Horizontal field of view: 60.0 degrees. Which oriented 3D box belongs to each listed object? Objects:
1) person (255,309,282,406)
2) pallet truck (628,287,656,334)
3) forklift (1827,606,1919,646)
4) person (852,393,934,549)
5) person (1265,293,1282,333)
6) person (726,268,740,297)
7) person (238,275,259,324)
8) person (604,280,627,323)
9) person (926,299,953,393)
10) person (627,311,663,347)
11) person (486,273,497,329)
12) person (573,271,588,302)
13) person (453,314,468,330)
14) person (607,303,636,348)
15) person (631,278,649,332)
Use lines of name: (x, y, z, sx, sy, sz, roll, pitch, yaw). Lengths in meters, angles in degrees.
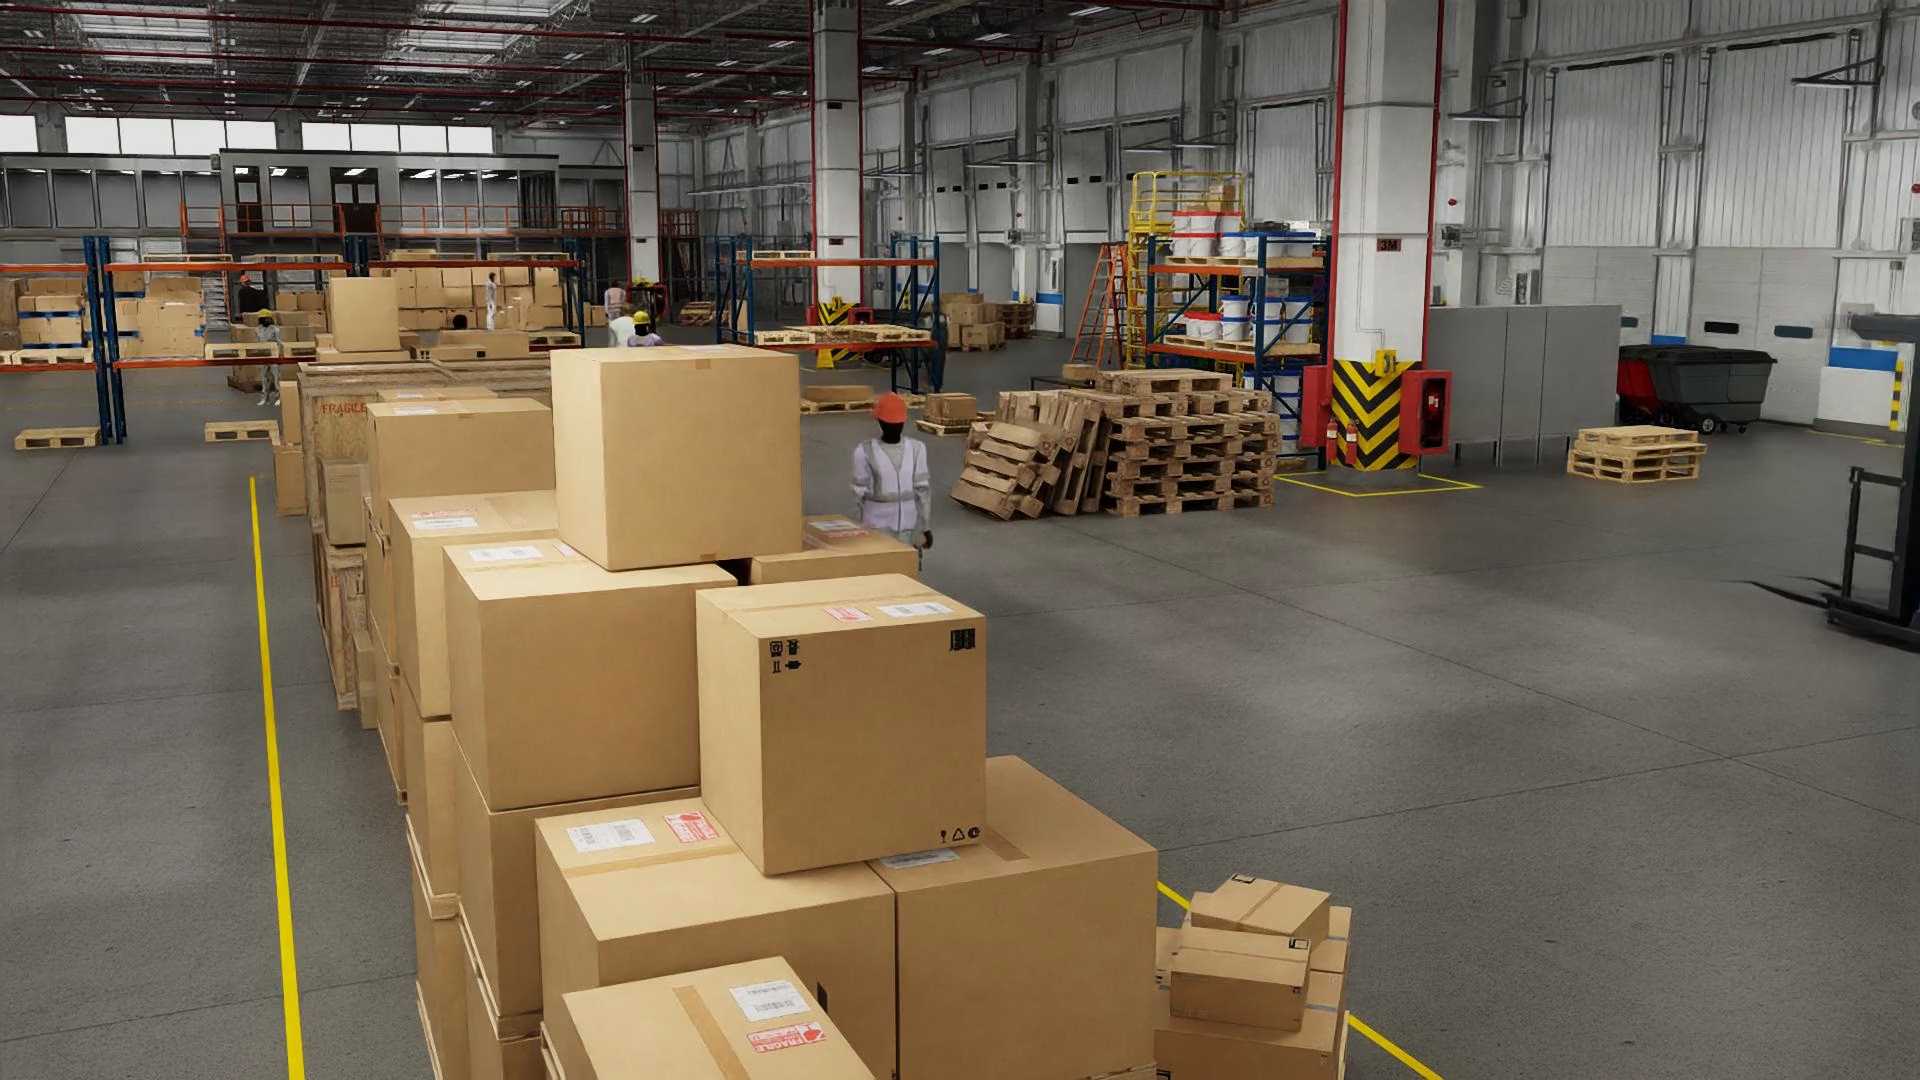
person: (-12.439, -3.283, 29.911, 0.485, 1.744, 0.308, 1, 10, 8)
pallet truck: (-6.464, -4.406, 35.401, 0.823, 1.965, 1.885, 6, 12, 32)
forklift: (7.473, -0.574, 11.850, 1.129, 2.768, 1.873, -3, 11, -14)
person: (-0.466, -0.100, 11.924, 0.540, 1.911, 0.592, -5, 11, -26)
person: (6.015, -3.839, 32.471, 0.542, 1.929, 0.379, 5, 11, 25)
person: (-10.370, -11.769, 76.036, 0.645, 1.976, 0.451, -3, 11, -17)
person: (-19.586, -6.284, 45.766, 0.399, 1.989, 0.623, 5, 11, 26)
person: (-9.899, -6.562, 47.826, 0.633, 1.808, 0.817, -2, 11, -12)
person: (-0.400, -3.726, 32.140, 0.505, 1.832, 0.418, -6, 12, -30)
person: (-4.693, -2.438, 24.760, 0.589, 1.924, 0.383, 4, 11, 20)
person: (-14.866, -7.530, 52.816, 0.372, 1.932, 0.626, -1, 10, -3)
person: (-14.329, -9.310, 63.003, 0.949, 1.790, 0.647, -9, 14, -41)
person: (-7.246, -2.344, 24.316, 0.619, 1.896, 0.614, 5, 11, 25)
person: (-5.693, -3.095, 28.458, 0.642, 1.900, 0.664, -1, 10, -8)
person: (-9.005, -6.487, 47.228, 0.585, 1.879, 0.926, -6, 12, -32)
